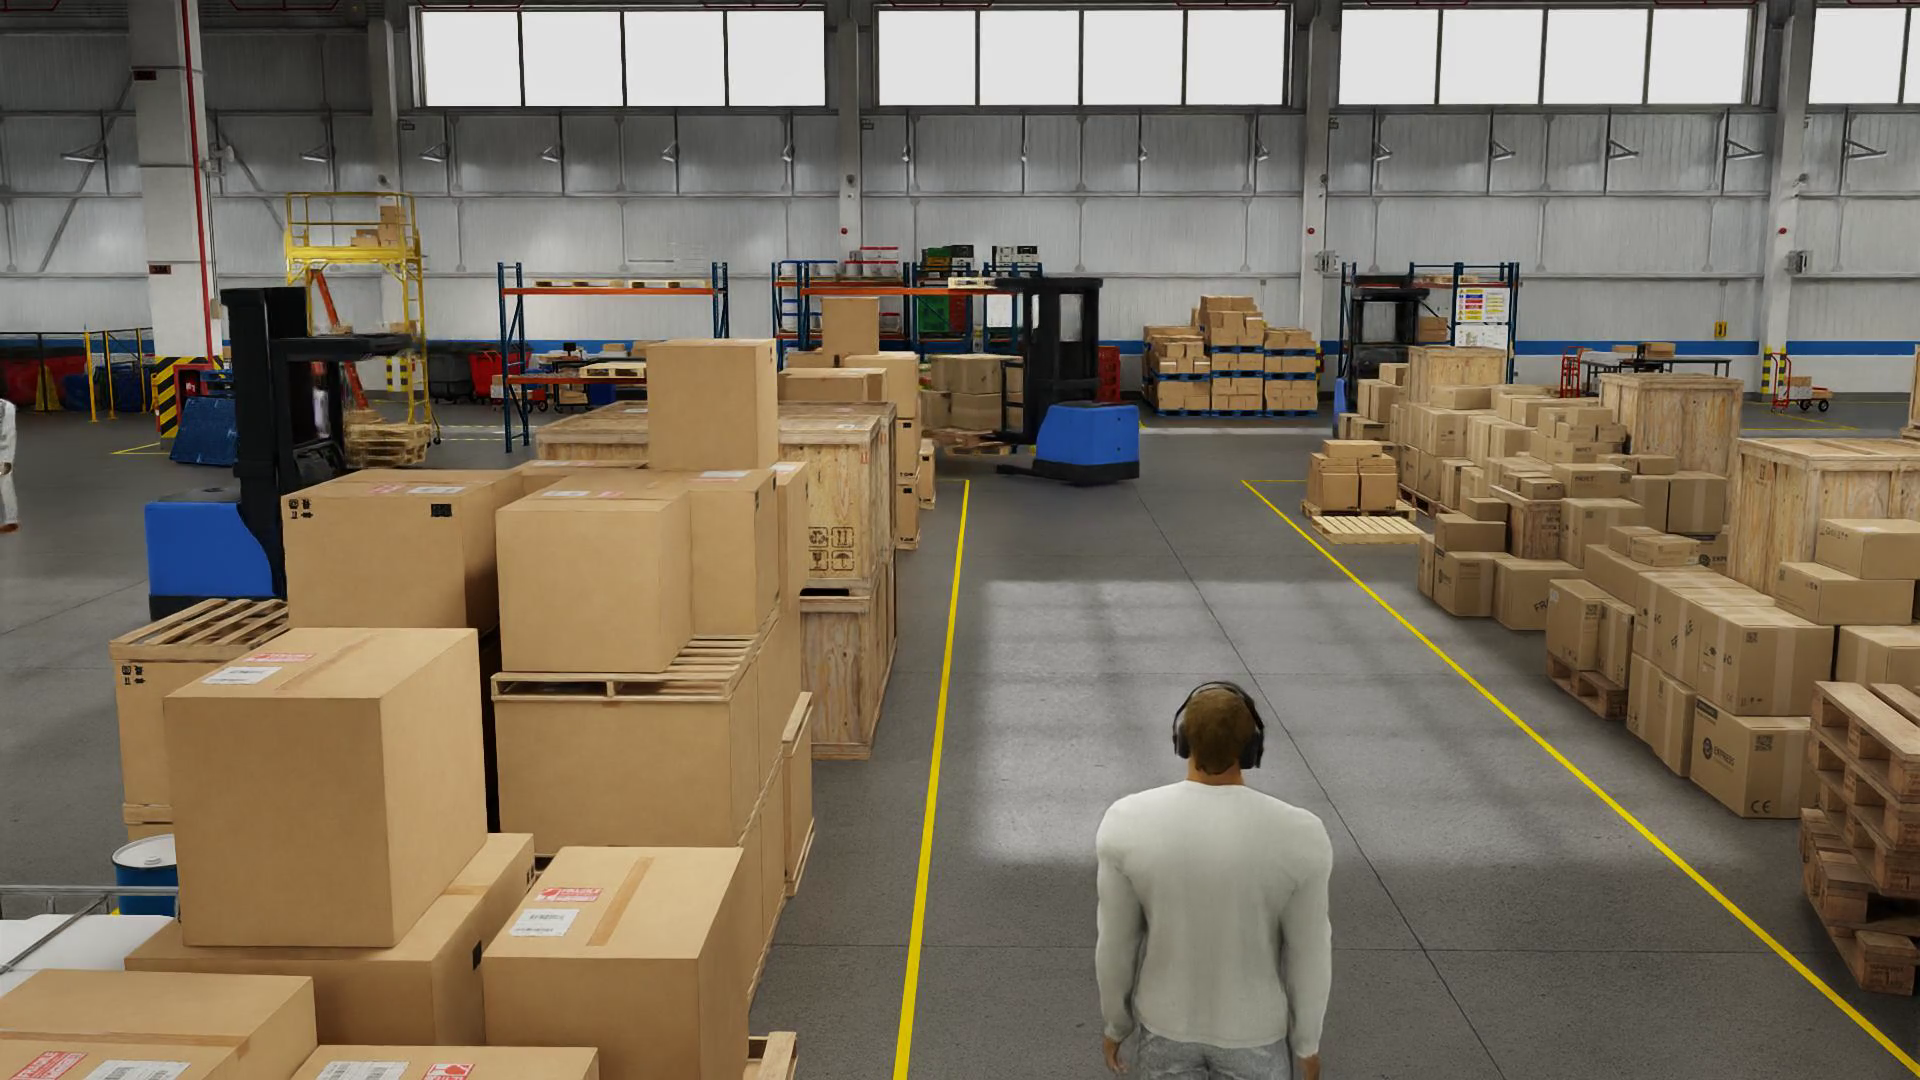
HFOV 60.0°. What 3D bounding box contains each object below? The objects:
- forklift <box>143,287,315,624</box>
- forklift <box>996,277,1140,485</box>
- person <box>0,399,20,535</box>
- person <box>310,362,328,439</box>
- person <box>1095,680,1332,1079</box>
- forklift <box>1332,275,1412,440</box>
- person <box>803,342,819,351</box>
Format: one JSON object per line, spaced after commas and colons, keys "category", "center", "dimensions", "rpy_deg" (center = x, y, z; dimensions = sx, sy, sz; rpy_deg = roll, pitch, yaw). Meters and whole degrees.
{"category": "forklift", "center": [-5.734, -0.714, 13.915], "dimensions": [1.873, 2.768, 1.129], "rpy_deg": [0, 9, 1]}
{"category": "forklift", "center": [1.532, -2.248, 23.101], "dimensions": [1.129, 2.768, 1.873], "rpy_deg": [-7, 12, -38]}
{"category": "person", "center": [-10.646, -0.917, 18.267], "dimensions": [0.593, 1.828, 0.928], "rpy_deg": [-1, 10, -6]}
{"category": "person", "center": [-7.241, -1.047, 18.722], "dimensions": [0.547, 1.938, 0.379], "rpy_deg": [-1, 9, -4]}
{"category": "person", "center": [0.677, 1.328, 4.499], "dimensions": [0.628, 1.940, 0.378], "rpy_deg": [3, 10, 17]}
{"category": "forklift", "center": [6.842, -2.942, 27.257], "dimensions": [1.129, 2.768, 1.873], "rpy_deg": [0, 9, 1]}
{"category": "person", "center": [-2.037, -1.811, 23.346], "dimensions": [0.456, 1.920, 0.646], "rpy_deg": [-6, 11, -32]}
